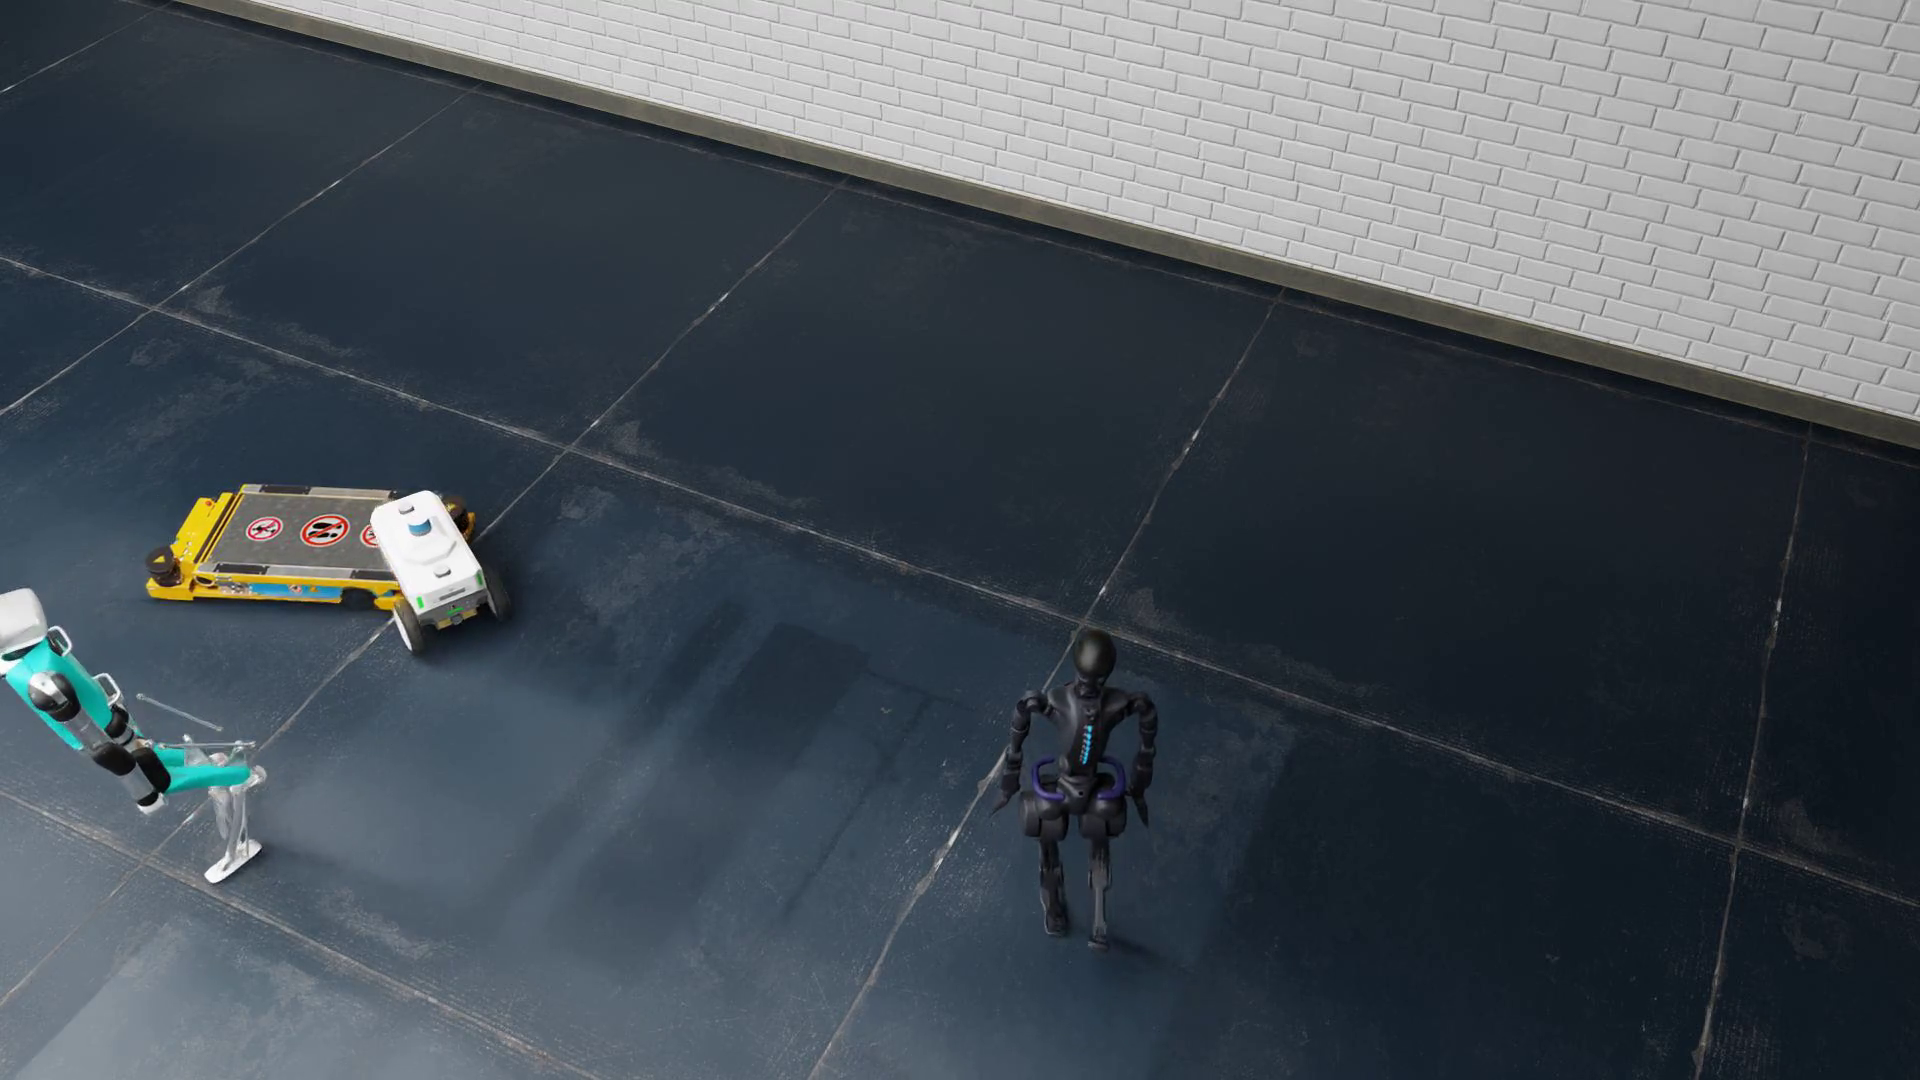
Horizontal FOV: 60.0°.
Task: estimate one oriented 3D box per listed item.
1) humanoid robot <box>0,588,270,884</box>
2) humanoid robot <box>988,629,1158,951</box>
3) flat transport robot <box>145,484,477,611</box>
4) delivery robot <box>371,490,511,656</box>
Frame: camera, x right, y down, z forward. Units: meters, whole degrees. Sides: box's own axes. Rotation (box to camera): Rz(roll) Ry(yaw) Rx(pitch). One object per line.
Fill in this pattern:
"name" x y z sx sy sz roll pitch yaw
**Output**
"humanoid robot" -3.040 0.778 6.384 0.785 1.822 0.545 -31 51 -29
"humanoid robot" 0.415 0.989 6.161 0.612 1.645 0.477 -2 43 -2
"flat transport robot" -3.193 0.035 8.217 1.431 0.231 0.659 3 43 3
"delivery robot" -2.510 0.131 7.916 0.499 0.611 0.814 -23 48 -23
